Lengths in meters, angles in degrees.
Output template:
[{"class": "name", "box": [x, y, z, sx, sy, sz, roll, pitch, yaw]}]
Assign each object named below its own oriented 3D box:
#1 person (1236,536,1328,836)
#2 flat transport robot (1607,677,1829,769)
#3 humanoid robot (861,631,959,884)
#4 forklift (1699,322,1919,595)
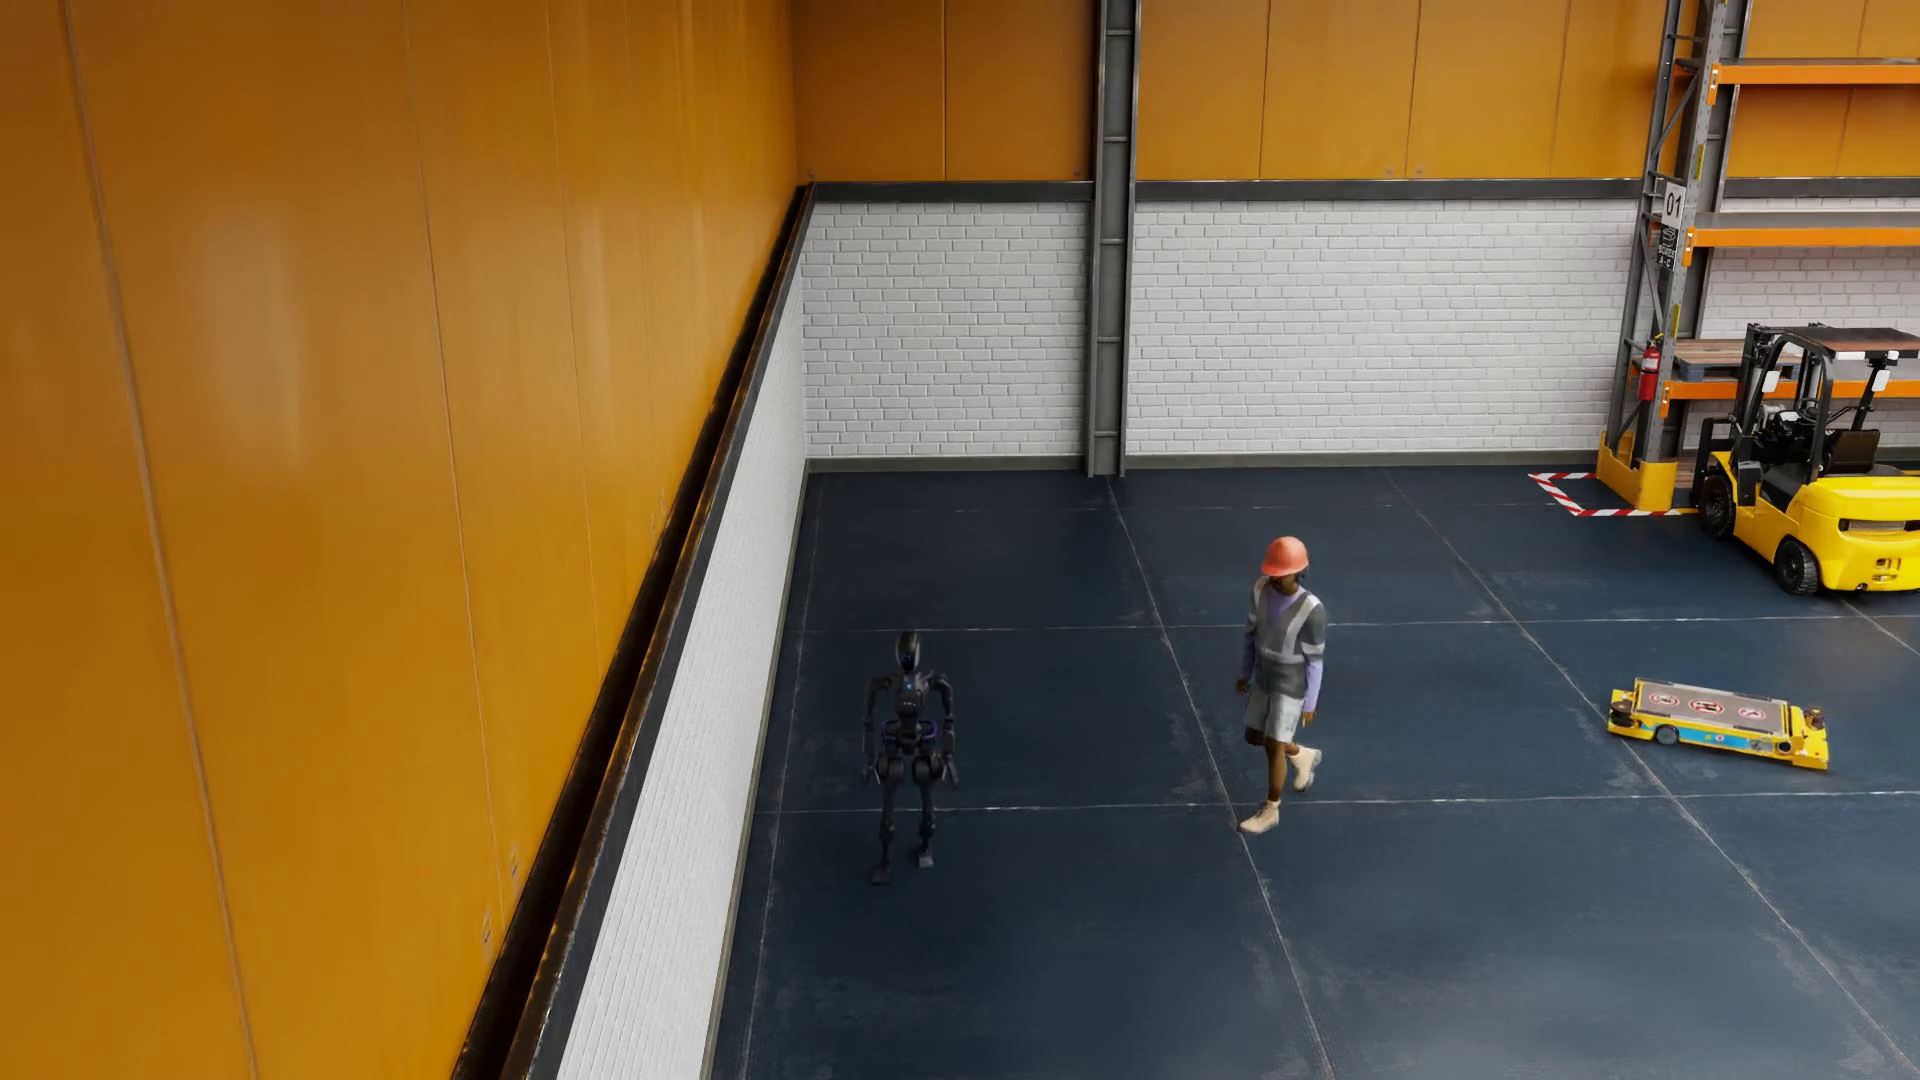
[{"class": "person", "box": [2.102, 0.887, 10.628, 0.697, 2.015, 0.632, -12, 23, -30]}, {"class": "flat transport robot", "box": [5.460, 1.311, 12.000, 1.431, 0.231, 0.659, 9, 22, 22]}, {"class": "humanoid robot", "box": [-0.304, 1.294, 10.051, 0.593, 1.672, 0.416, -1, 20, -4]}, {"class": "forklift", "box": [7.809, -0.792, 14.926, 1.214, 2.155, 2.313, -1, 20, -2]}]
